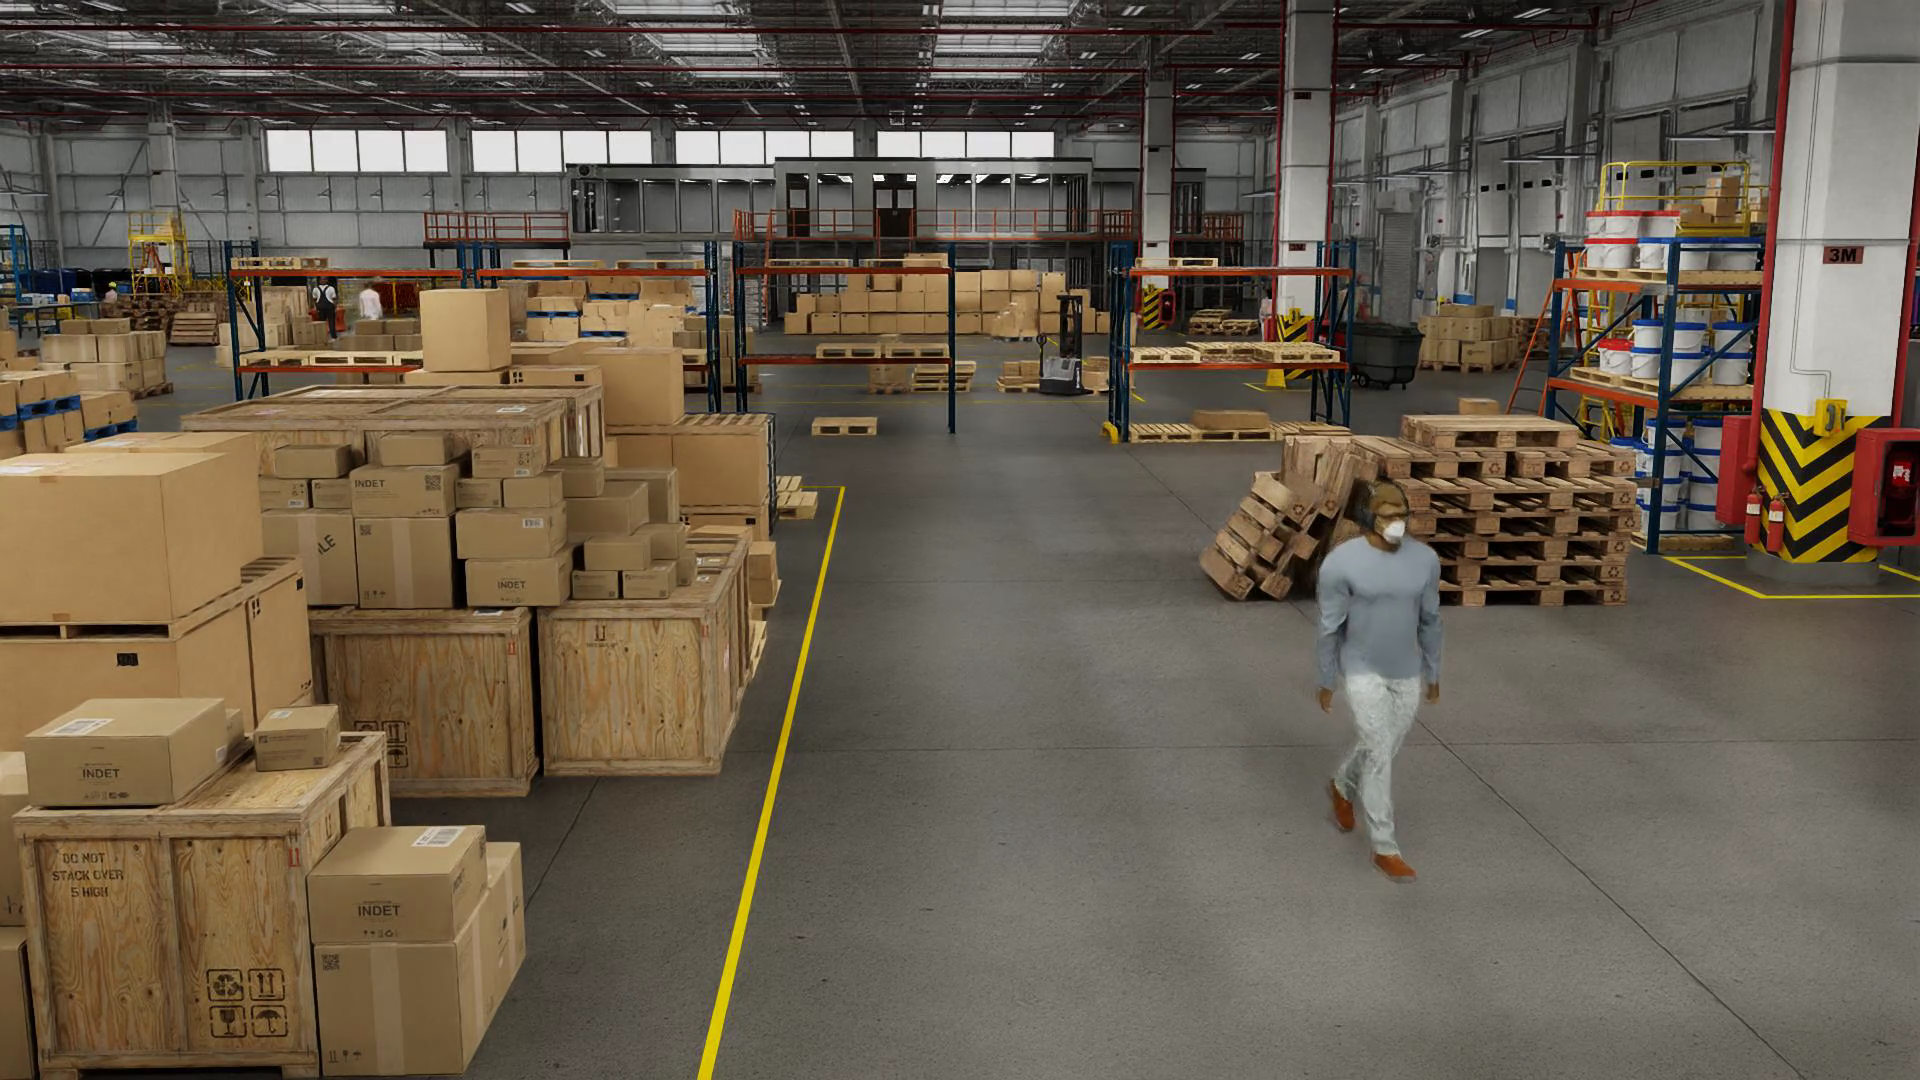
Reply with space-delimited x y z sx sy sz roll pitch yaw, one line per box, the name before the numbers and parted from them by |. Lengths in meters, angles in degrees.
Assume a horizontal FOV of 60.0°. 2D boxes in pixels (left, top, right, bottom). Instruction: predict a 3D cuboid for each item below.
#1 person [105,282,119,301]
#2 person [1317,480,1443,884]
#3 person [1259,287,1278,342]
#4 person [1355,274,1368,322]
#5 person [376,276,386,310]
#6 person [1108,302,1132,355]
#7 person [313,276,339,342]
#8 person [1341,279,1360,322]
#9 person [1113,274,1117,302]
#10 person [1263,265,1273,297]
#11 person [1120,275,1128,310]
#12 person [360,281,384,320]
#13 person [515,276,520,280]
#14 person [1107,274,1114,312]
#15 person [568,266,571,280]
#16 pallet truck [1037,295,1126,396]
person | -27.560 -7.524 54.063 0.531 1.739 0.737 2 10 13
person | 2.030 0.633 8.178 0.637 1.907 0.931 -3 11 -16
person | 8.150 -5.731 43.803 0.627 1.844 0.429 8 13 37
person | 13.593 -8.074 56.615 1.027 1.941 0.626 5 11 25
person | -25.392 -10.915 72.660 0.860 1.858 0.584 -6 12 -32
person | 3.298 -3.967 34.056 0.545 1.822 0.935 -5 11 -27
person | -19.280 -7.056 50.630 0.684 2.000 0.538 0 10 -3
person | 12.099 -7.128 51.467 0.610 1.876 0.972 5 11 26
person | 6.178 -9.511 64.897 0.429 1.839 0.638 -9 13 -40
person | 14.489 -11.961 78.208 0.605 1.951 0.384 -7 13 -36
person | 5.741 -8.451 58.837 0.982 1.885 0.568 -5 11 -28
person | -16.794 -6.448 47.566 0.643 1.918 0.513 4 11 22
person | -17.120 -9.431 64.312 0.545 1.892 1.012 -3 11 -16
person | 5.941 -9.691 66.071 0.524 1.769 0.314 -6 12 -32
person | -17.838 -11.612 76.341 0.588 1.923 0.383 -9 13 -40
pallet truck | 2.483 -3.881 33.060 1.885 1.965 0.823 -7 13 -36
